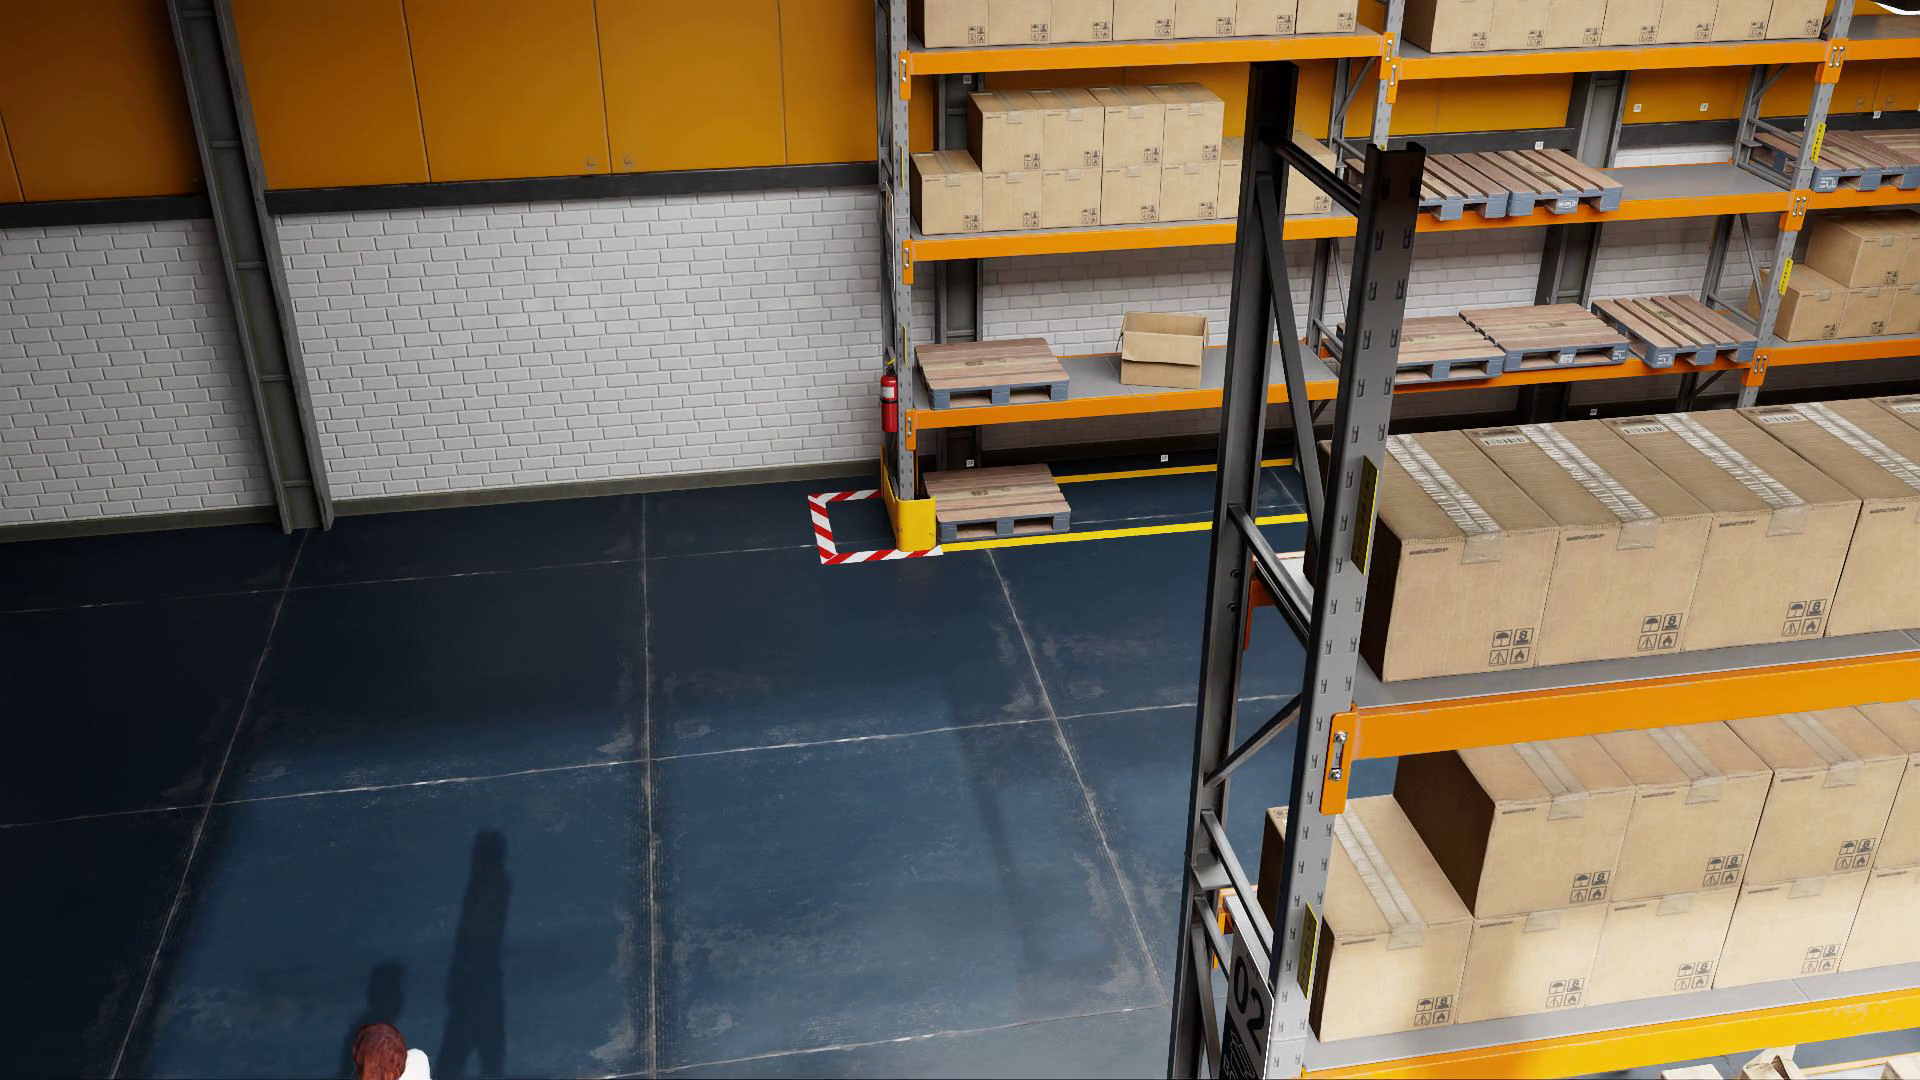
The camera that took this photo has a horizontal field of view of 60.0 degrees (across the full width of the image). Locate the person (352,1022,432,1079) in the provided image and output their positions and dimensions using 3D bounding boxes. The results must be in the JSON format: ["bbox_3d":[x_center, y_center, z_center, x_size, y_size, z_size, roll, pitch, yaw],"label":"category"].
[{"bbox_3d":[-2.423,2.925,7.662,1.157,1.764,1.068,17,33,28],"label":"person"}]
